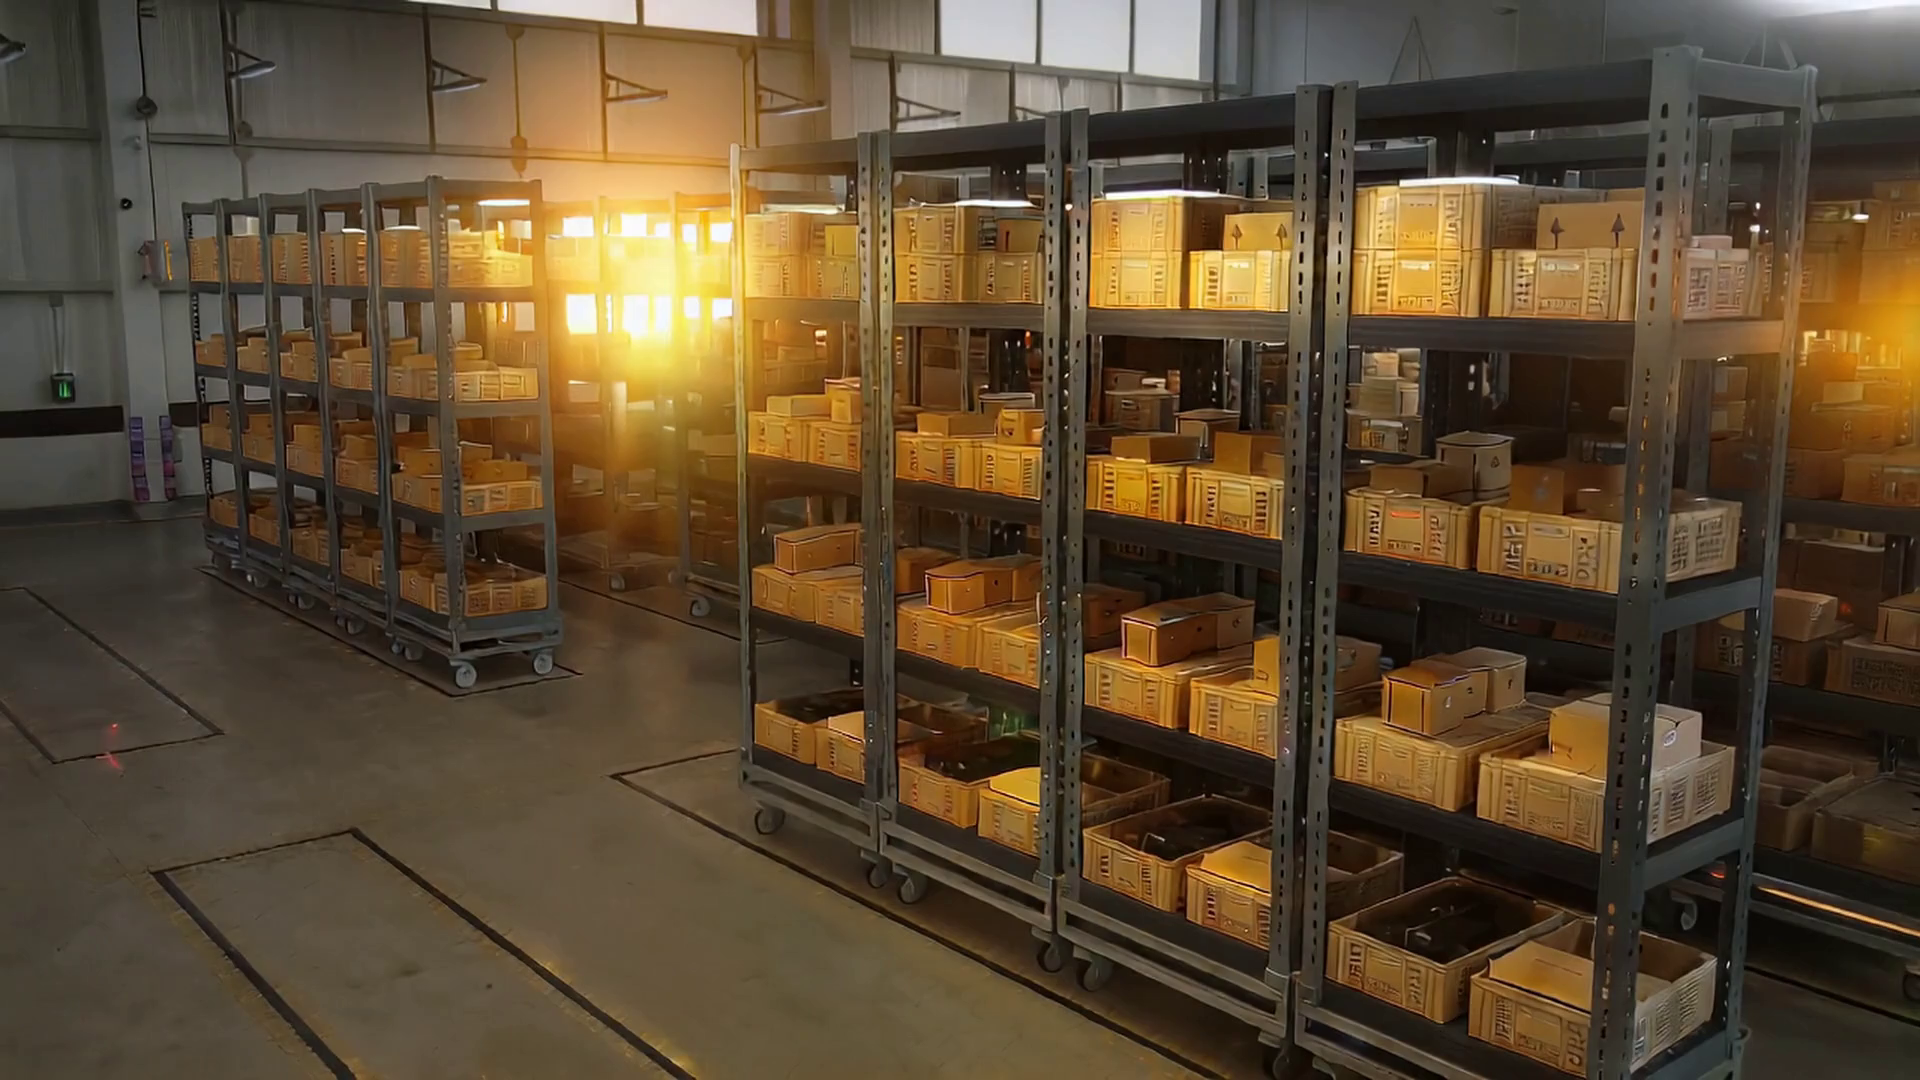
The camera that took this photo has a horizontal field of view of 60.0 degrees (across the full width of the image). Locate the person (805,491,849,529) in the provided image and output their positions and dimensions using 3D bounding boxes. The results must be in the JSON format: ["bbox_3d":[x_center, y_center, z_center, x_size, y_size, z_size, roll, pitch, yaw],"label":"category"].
[{"bbox_3d":[-1.180,-0.450,15.537,0.802,1.799,0.628,9,13,42],"label":"person"}]
